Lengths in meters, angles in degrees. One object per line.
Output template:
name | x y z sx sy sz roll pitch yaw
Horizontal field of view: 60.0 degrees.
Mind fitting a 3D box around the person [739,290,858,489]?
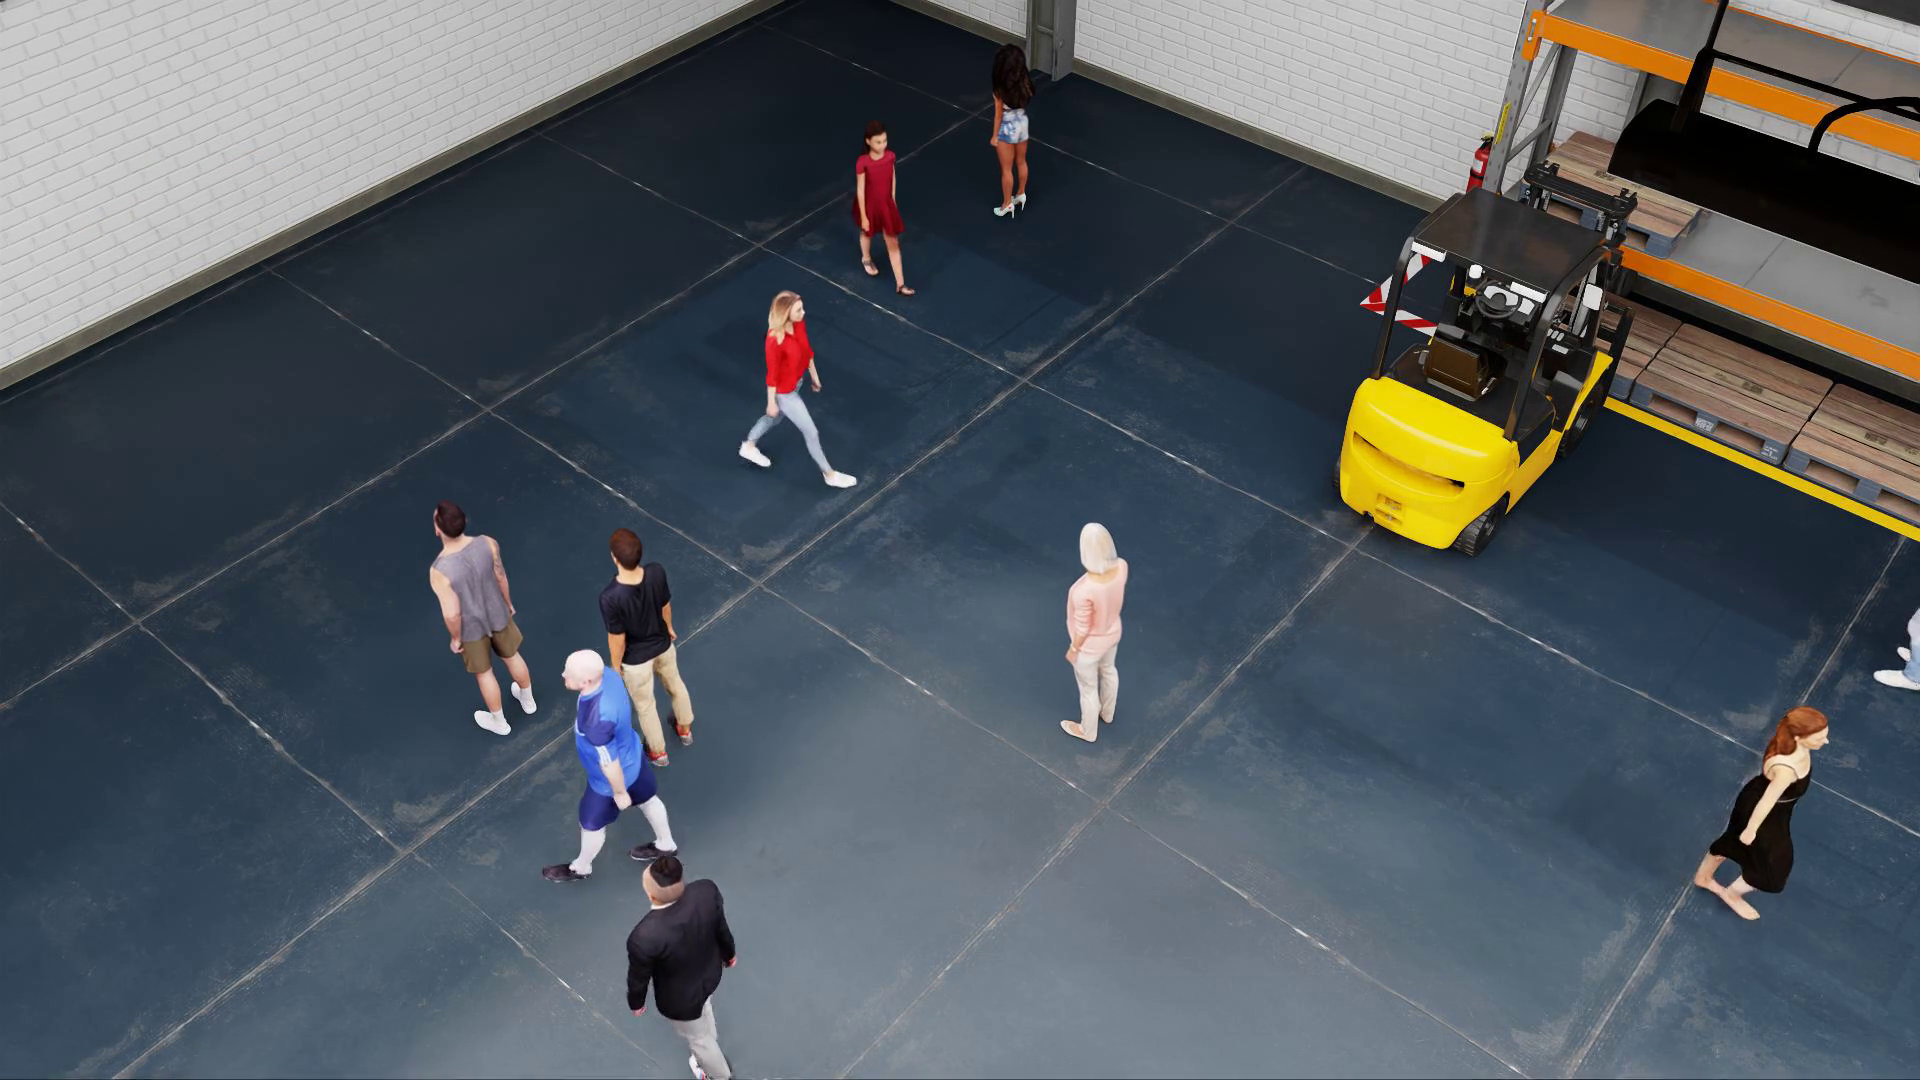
person | -1.305 -1.086 11.918 1.251 1.657 0.895 15 45 15

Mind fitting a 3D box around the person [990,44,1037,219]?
person | 0.446 -3.573 14.551 0.550 1.625 0.551 32 52 29

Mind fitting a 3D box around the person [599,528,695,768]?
person | -1.880 0.648 9.950 0.519 1.858 0.627 32 52 29

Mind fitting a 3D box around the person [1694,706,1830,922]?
person | 4.391 1.468 9.268 0.663 1.614 0.627 24 49 23

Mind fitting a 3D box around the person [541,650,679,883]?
person | -1.860 1.269 9.334 1.128 1.810 1.062 -3 44 -3

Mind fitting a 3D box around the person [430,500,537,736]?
person | -2.925 0.478 10.139 0.566 1.845 0.621 32 52 29

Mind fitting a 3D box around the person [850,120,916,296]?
person | -0.732 -2.811 13.835 0.815 1.509 1.110 -20 47 -20

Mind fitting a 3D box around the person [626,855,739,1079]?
person | -1.288 2.213 8.247 0.660 1.942 0.718 30 51 28

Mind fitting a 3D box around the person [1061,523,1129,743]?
person | 0.828 0.572 10.128 0.511 1.724 0.595 32 52 29
